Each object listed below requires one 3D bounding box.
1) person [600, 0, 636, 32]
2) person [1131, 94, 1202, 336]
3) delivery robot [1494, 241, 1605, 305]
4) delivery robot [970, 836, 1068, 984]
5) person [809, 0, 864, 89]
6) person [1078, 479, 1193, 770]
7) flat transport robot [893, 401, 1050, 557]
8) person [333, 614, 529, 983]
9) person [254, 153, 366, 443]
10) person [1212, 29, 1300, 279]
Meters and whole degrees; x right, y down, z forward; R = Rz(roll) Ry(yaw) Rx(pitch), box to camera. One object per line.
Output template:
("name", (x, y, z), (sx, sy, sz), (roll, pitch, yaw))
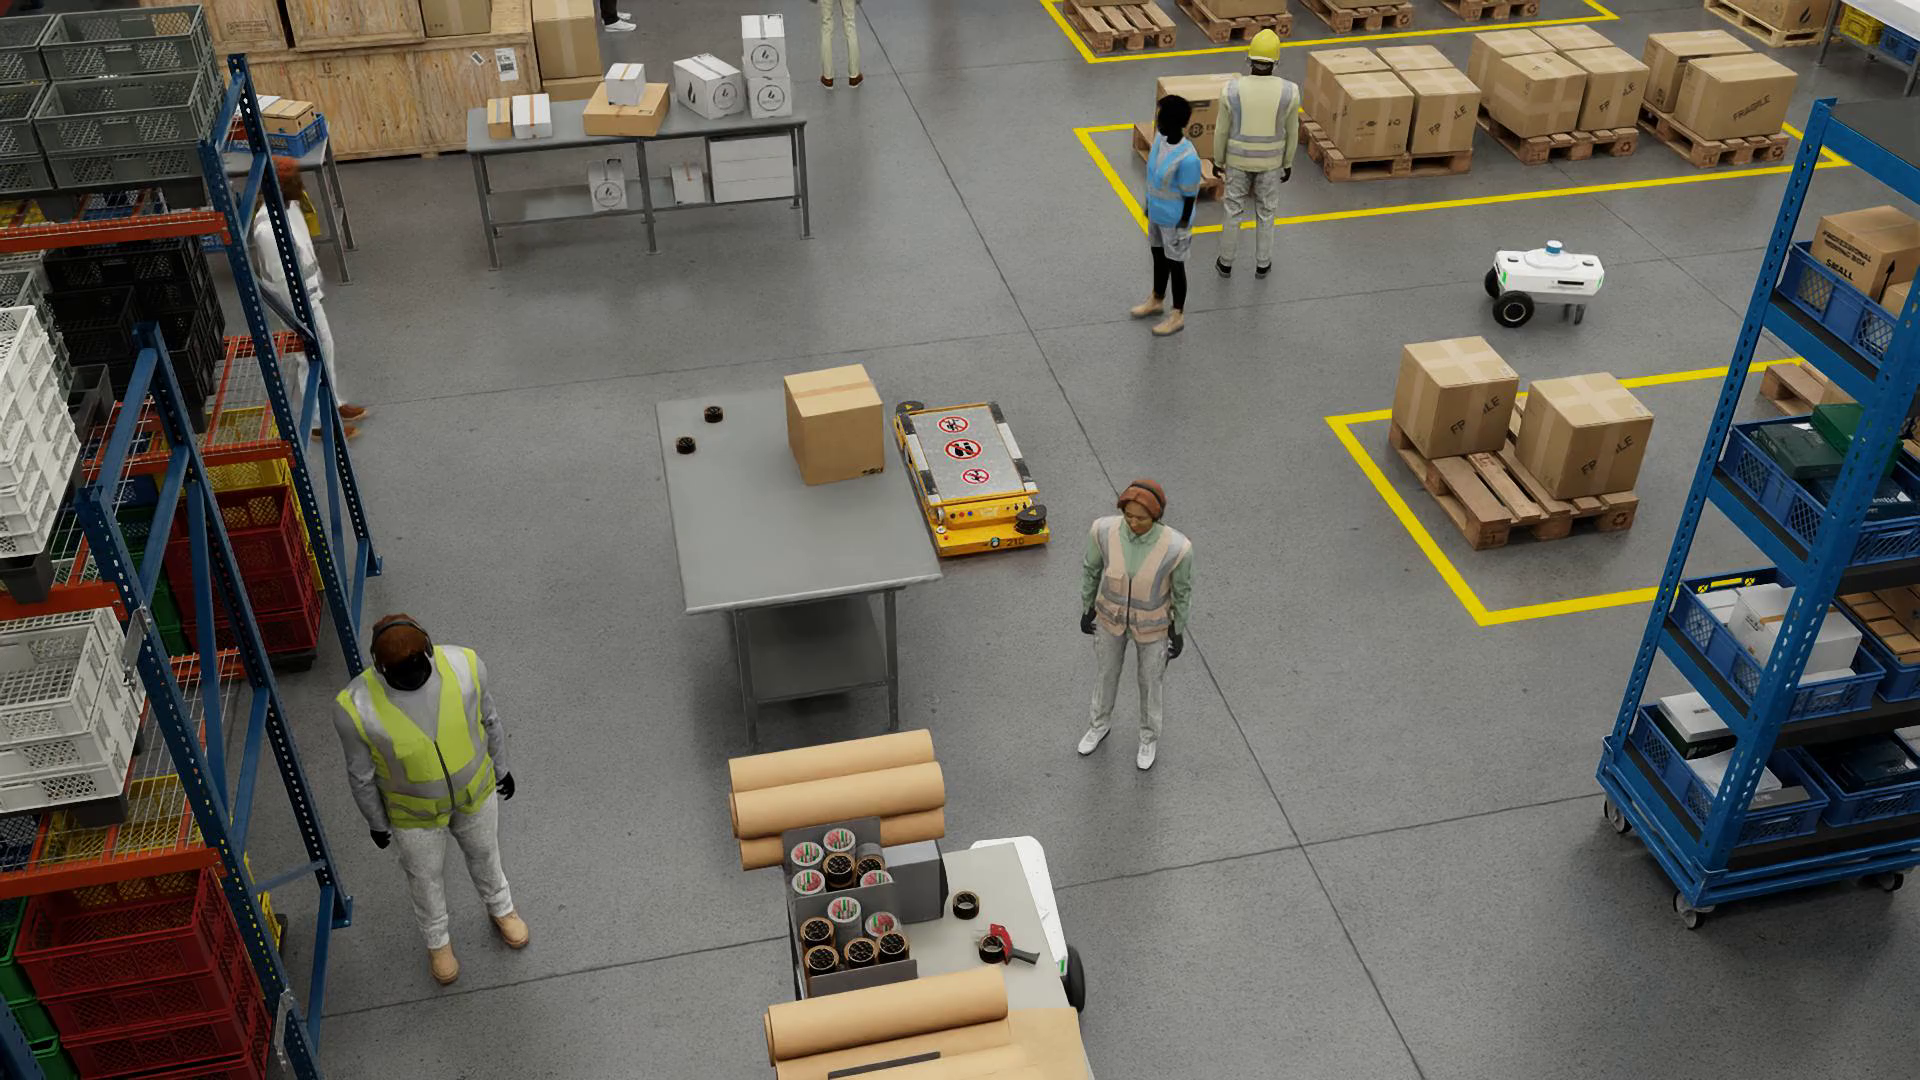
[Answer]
("person", (-3.431, -5.927, 16.135), (0.386, 1.911, 0.589), (-11, 38, -15))
("person", (1.415, -2.216, 11.321), (0.317, 1.695, 0.540), (-14, 39, -18))
("delivery robot", (4.149, -1.872, 11.735), (0.707, 0.478, 0.477), (4, 37, 5))
("delivery robot", (0.235, 1.591, 7.081), (0.477, 0.478, 0.707), (-5, 37, -6))
("person", (-1.113, -4.987, 14.898), (0.531, 1.876, 0.317), (-3, 37, -4))
("person", (0.818, 0.394, 7.863), (0.523, 1.636, 0.308), (13, 39, 17))
("flat transport robot", (0.046, -0.430, 10.108), (0.652, 0.197, 1.431), (-8, 37, -10))
("person", (-2.132, 1.045, 6.820), (0.637, 1.842, 0.429), (-23, 42, -27))
("person", (-4.024, -1.467, 10.166), (0.381, 1.874, 0.597), (-4, 37, -5))
("person", (2.103, -2.746, 11.921), (0.588, 1.835, 0.403), (4, 37, 6))
